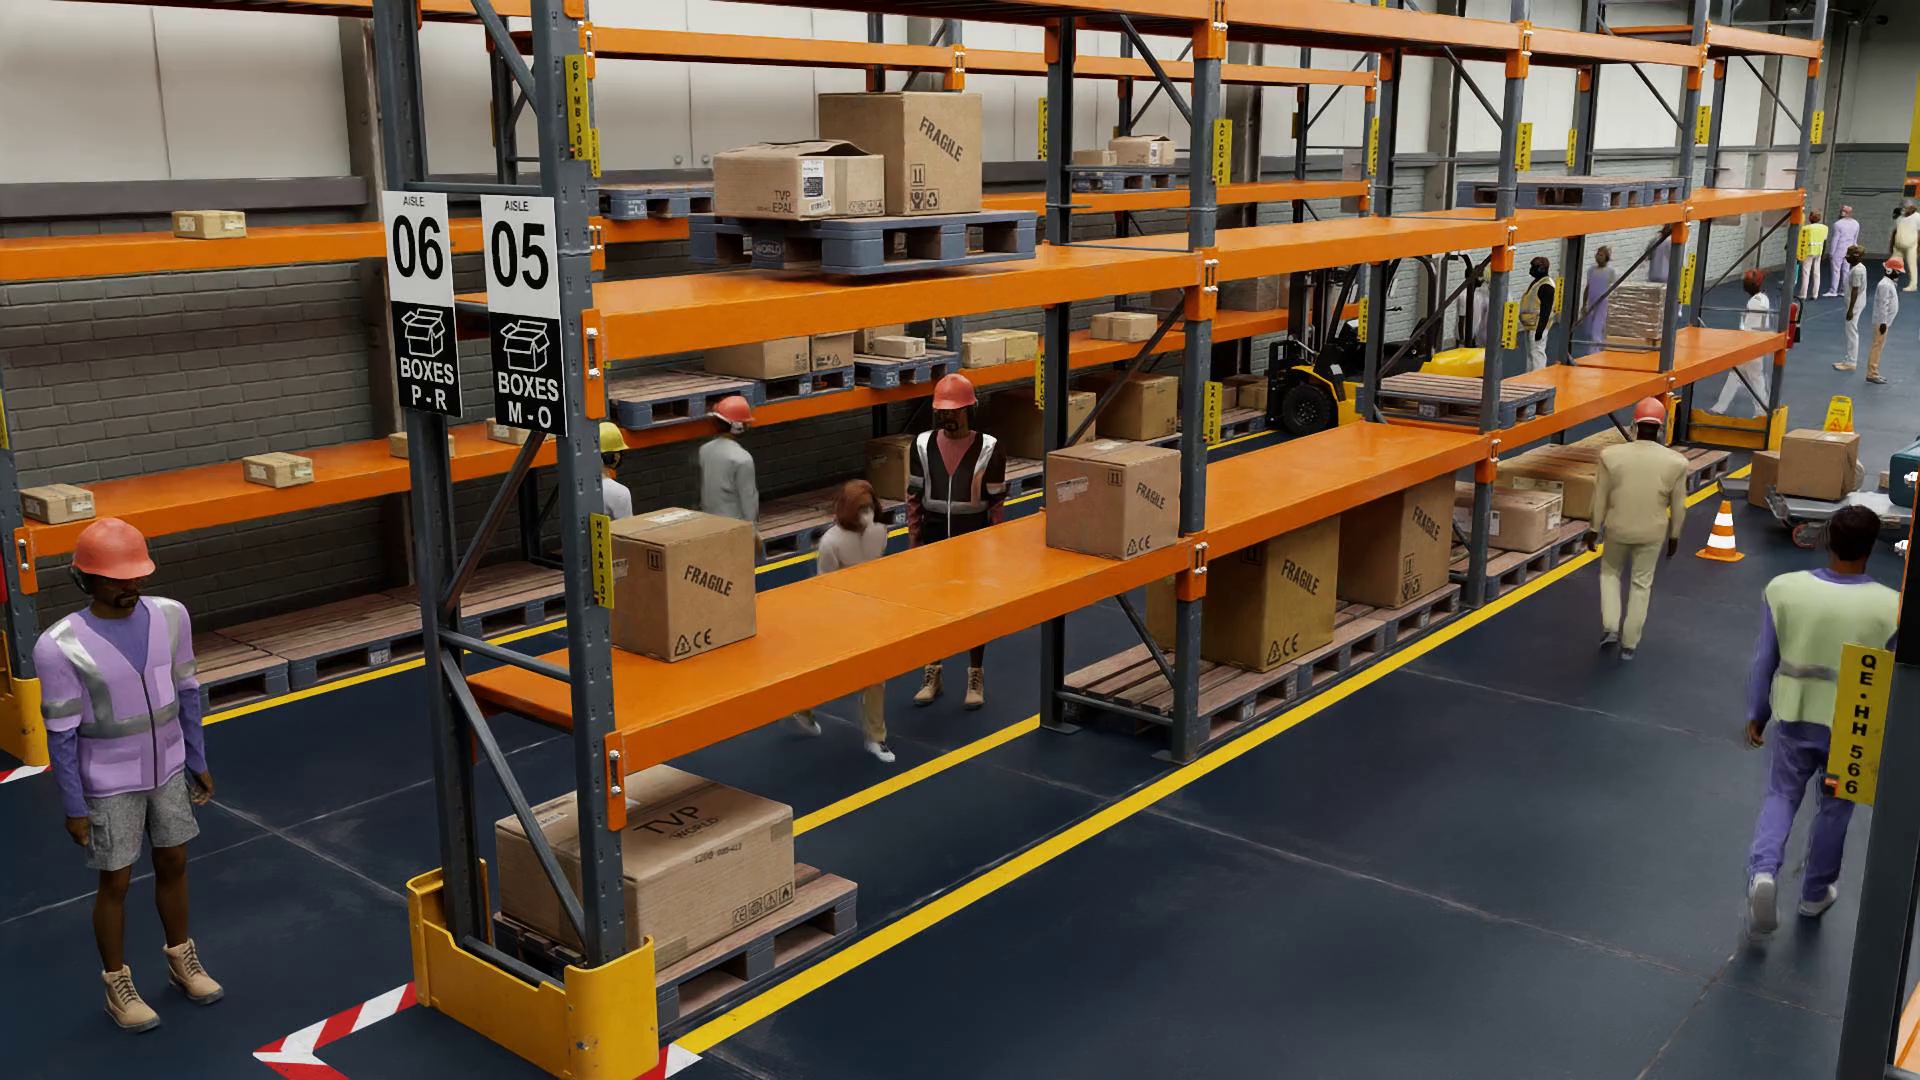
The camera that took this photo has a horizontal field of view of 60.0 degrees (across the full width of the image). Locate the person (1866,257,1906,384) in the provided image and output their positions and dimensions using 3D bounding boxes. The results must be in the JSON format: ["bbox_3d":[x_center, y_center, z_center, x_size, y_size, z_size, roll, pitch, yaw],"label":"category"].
[{"bbox_3d":[12.842,-3.044,23.076,0.339,1.742,0.563,8,16,29],"label":"person"}]

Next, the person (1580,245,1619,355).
[{"bbox_3d":[9.415,-3.421,24.439,0.705,1.831,0.522,-8,16,-29],"label":"person"}]

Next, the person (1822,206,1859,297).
[{"bbox_3d":[18.605,-6.092,35.137,0.651,1.913,0.410,-5,15,-19],"label":"person"}]

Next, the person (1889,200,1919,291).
[{"bbox_3d":[20.774,-6.510,36.576,0.656,2.000,0.697,-6,15,-23],"label":"person"}]

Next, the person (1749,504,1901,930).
[{"bbox_3d":[3.713,0.783,7.181,0.600,1.895,0.757,11,18,38],"label":"person"}]

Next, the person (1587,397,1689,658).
[{"bbox_3d":[4.478,-0.084,11.022,0.594,1.735,0.418,5,15,20],"label":"person"}]

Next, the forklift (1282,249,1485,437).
[{"bbox_3d":[4.886,-2.214,18.767,2.313,2.155,1.214,11,18,38],"label":"forklift"}]

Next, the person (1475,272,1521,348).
[{"bbox_3d":[6.798,-2.558,20.991,0.582,1.783,0.848,-9,17,-34],"label":"person"}]

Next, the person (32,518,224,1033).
[{"bbox_3d":[-3.176,0.903,6.422,0.411,2.035,0.601,8,16,30],"label":"person"}]

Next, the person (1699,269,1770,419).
[{"bbox_3d":[9.219,-2.271,19.700,0.896,1.848,0.611,8,16,29],"label":"person"}]

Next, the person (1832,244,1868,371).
[{"bbox_3d":[13.044,-3.394,24.322,0.349,1.837,0.502,6,15,24],"label":"person"}]

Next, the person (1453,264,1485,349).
[{"bbox_3d":[6.235,-2.456,20.457,0.326,1.861,0.500,8,16,30],"label":"person"}]

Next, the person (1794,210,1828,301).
[{"bbox_3d":[17.575,-5.859,34.325,0.564,1.847,0.396,0,14,-2],"label":"person"}]

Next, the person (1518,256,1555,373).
[{"bbox_3d":[7.576,-2.807,21.910,0.429,1.844,0.625,1,14,3],"label":"person"}]

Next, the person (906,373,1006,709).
[{"bbox_3d":[-0.031,0.014,10.008,0.608,2.044,0.370,3,14,13],"label":"person"}]

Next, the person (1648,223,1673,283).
[{"bbox_3d":[12.183,-4.570,28.677,0.540,2.000,0.686,-9,17,-33],"label":"person"}]

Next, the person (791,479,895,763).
[{"bbox_3d":[-0.646,0.413,9.286,0.510,1.606,0.677,-12,18,-40],"label":"person"}]

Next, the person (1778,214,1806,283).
[{"bbox_3d":[19.175,-6.857,38.238,0.600,1.917,0.376,-11,18,-39],"label":"person"}]

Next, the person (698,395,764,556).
[{"bbox_3d":[-1.523,-0.102,11.120,0.402,1.734,0.571,-10,17,-34],"label":"person"}]

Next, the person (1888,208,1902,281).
[{"bbox_3d":[21.899,-6.919,38.946,0.318,1.695,0.539,4,14,17],"label":"person"}]
